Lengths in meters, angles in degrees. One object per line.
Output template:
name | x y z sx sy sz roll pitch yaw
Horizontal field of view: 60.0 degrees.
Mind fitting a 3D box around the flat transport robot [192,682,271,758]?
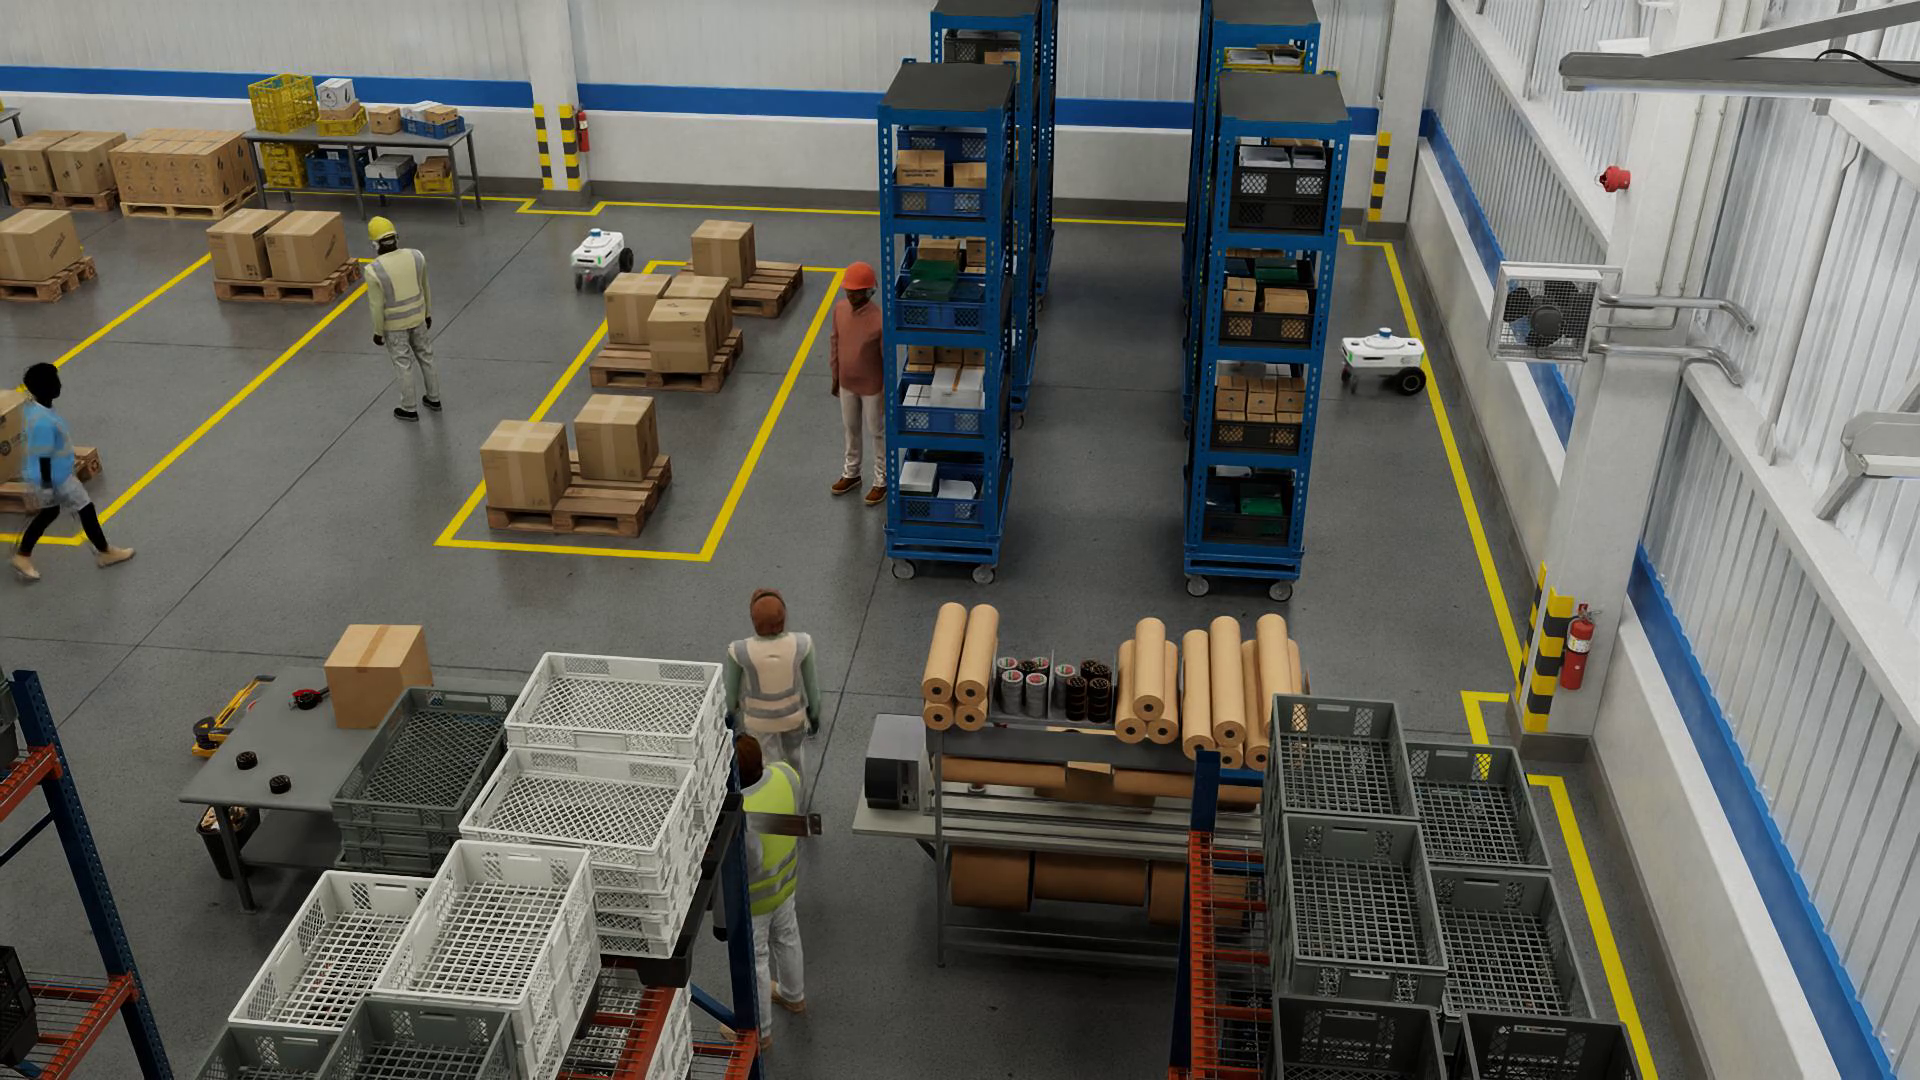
flat transport robot | -4.089 1.163 10.648 1.431 0.197 0.652 3 30 6

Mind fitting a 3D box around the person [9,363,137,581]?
person | -6.673 -0.476 12.110 0.816 1.644 0.562 -19 35 -29

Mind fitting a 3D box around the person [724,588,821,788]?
person | -1.101 0.975 9.639 0.528 1.609 0.741 -10 32 -17

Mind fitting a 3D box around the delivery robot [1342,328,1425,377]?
delivery robot | 3.857 -1.699 15.195 0.707 0.478 0.477 0 30 0

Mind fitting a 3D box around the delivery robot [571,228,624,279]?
delivery robot | -3.803 -3.028 17.477 0.477 0.478 0.707 6 31 10

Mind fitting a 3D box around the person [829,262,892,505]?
person | -0.773 -1.239 13.071 0.609 1.997 0.375 19 35 29

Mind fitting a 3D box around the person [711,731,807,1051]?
person | -1.016 1.706 8.179 0.430 1.837 0.629 17 34 26

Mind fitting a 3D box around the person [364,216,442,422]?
person | -4.840 -1.915 14.404 0.403 1.822 0.586 22 37 33
